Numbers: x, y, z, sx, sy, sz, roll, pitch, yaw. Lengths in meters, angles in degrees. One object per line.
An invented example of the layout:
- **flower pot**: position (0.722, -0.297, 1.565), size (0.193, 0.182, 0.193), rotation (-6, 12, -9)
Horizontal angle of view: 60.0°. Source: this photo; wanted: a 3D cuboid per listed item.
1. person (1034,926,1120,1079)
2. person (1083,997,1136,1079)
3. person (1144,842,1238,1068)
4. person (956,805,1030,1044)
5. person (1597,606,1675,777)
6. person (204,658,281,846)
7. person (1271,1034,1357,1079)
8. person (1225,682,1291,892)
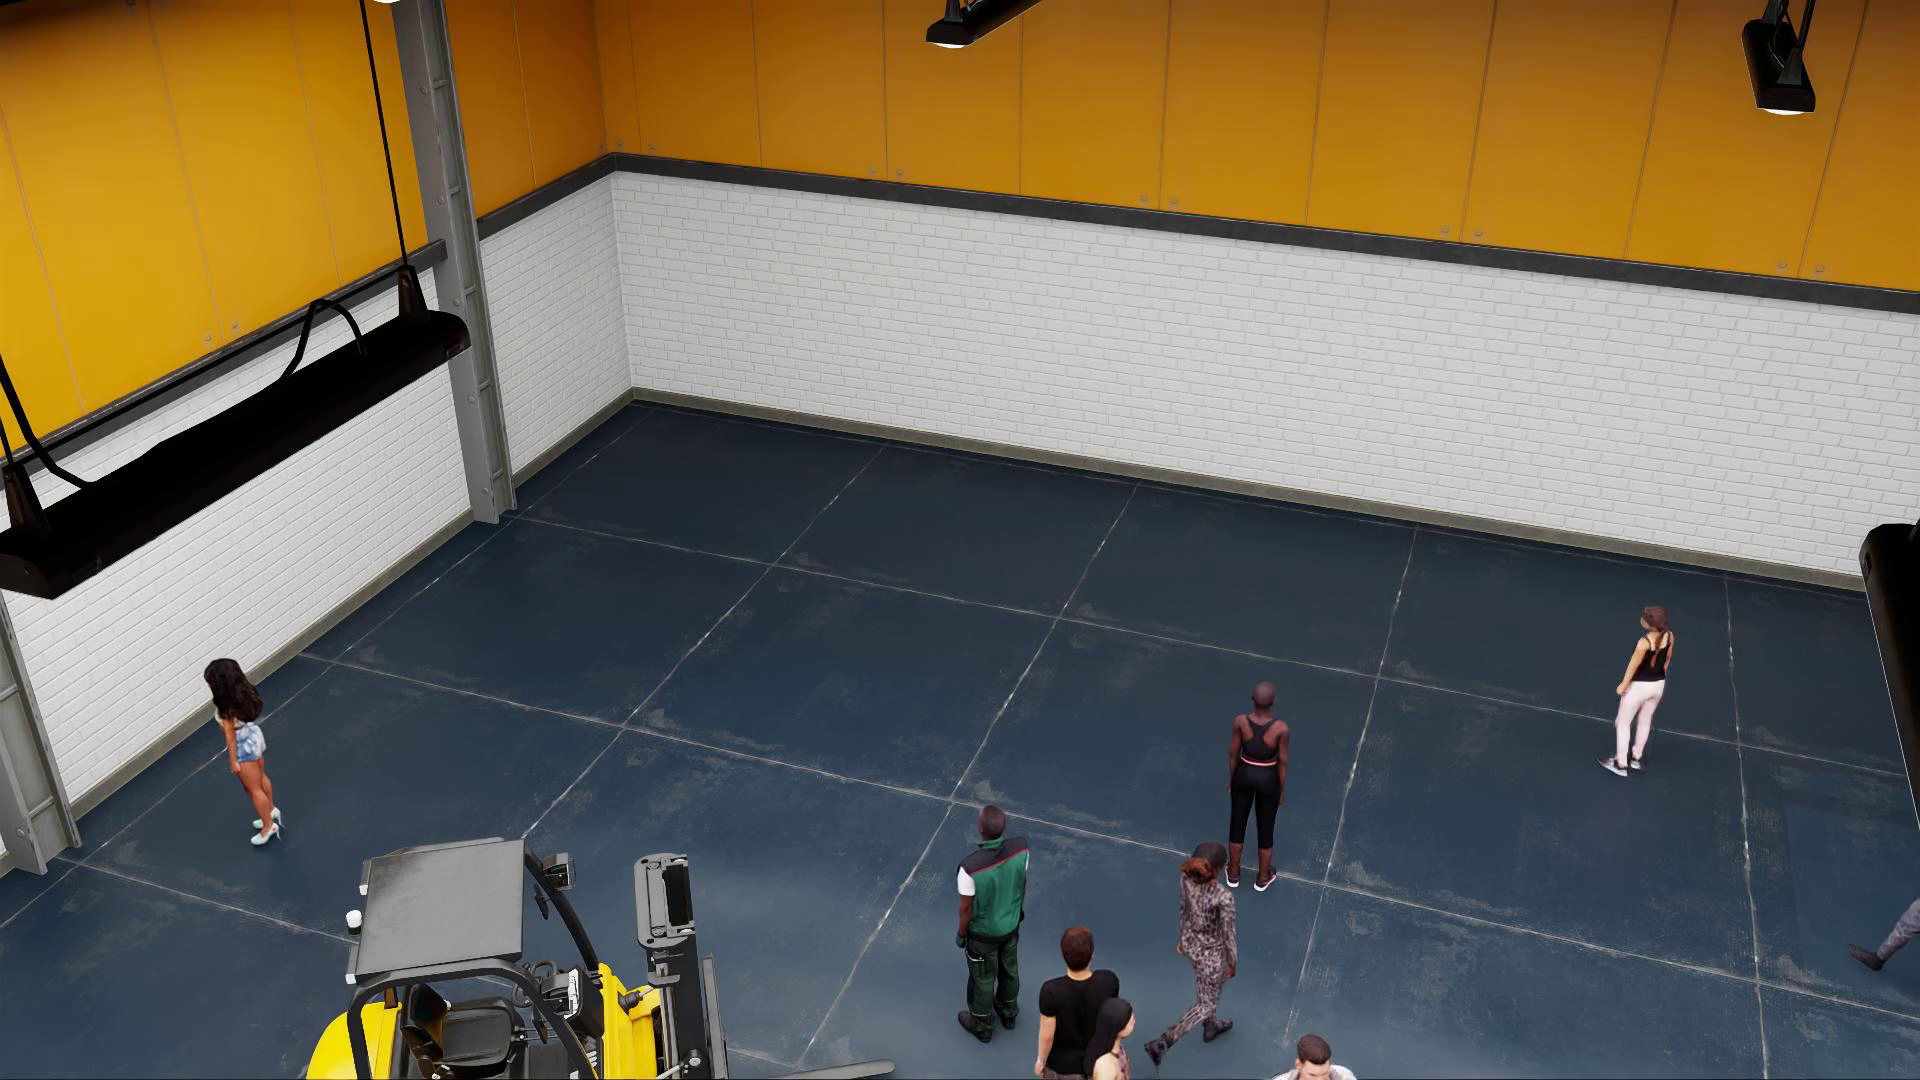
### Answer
- **person**: position (0.681, 3.020, 9.713), size (0.764, 1.861, 0.795), rotation (-8, 30, -15)
- **person**: position (0.700, 3.284, 9.370), size (0.940, 1.725, 1.182), rotation (1, 29, 1)
- **person**: position (1.502, 2.656, 10.555), size (1.109, 1.693, 0.963), rotation (-19, 34, -31)
- **person**: position (0.210, 2.469, 10.745), size (0.754, 1.840, 0.846), rotation (-18, 33, -29)
- **person**: position (5.525, 1.181, 13.409), size (0.673, 1.548, 0.707), rotation (-1, 29, -1)
- **person**: position (-5.414, 1.582, 12.599), size (0.725, 1.621, 0.646), rotation (-6, 29, -10)
- **person**: position (1.868, 3.352, 9.130), size (0.883, 1.835, 0.951), rotation (-4, 29, -7)
- **person**: position (2.146, 1.782, 12.089), size (0.572, 1.757, 0.526), rotation (9, 30, 17)
